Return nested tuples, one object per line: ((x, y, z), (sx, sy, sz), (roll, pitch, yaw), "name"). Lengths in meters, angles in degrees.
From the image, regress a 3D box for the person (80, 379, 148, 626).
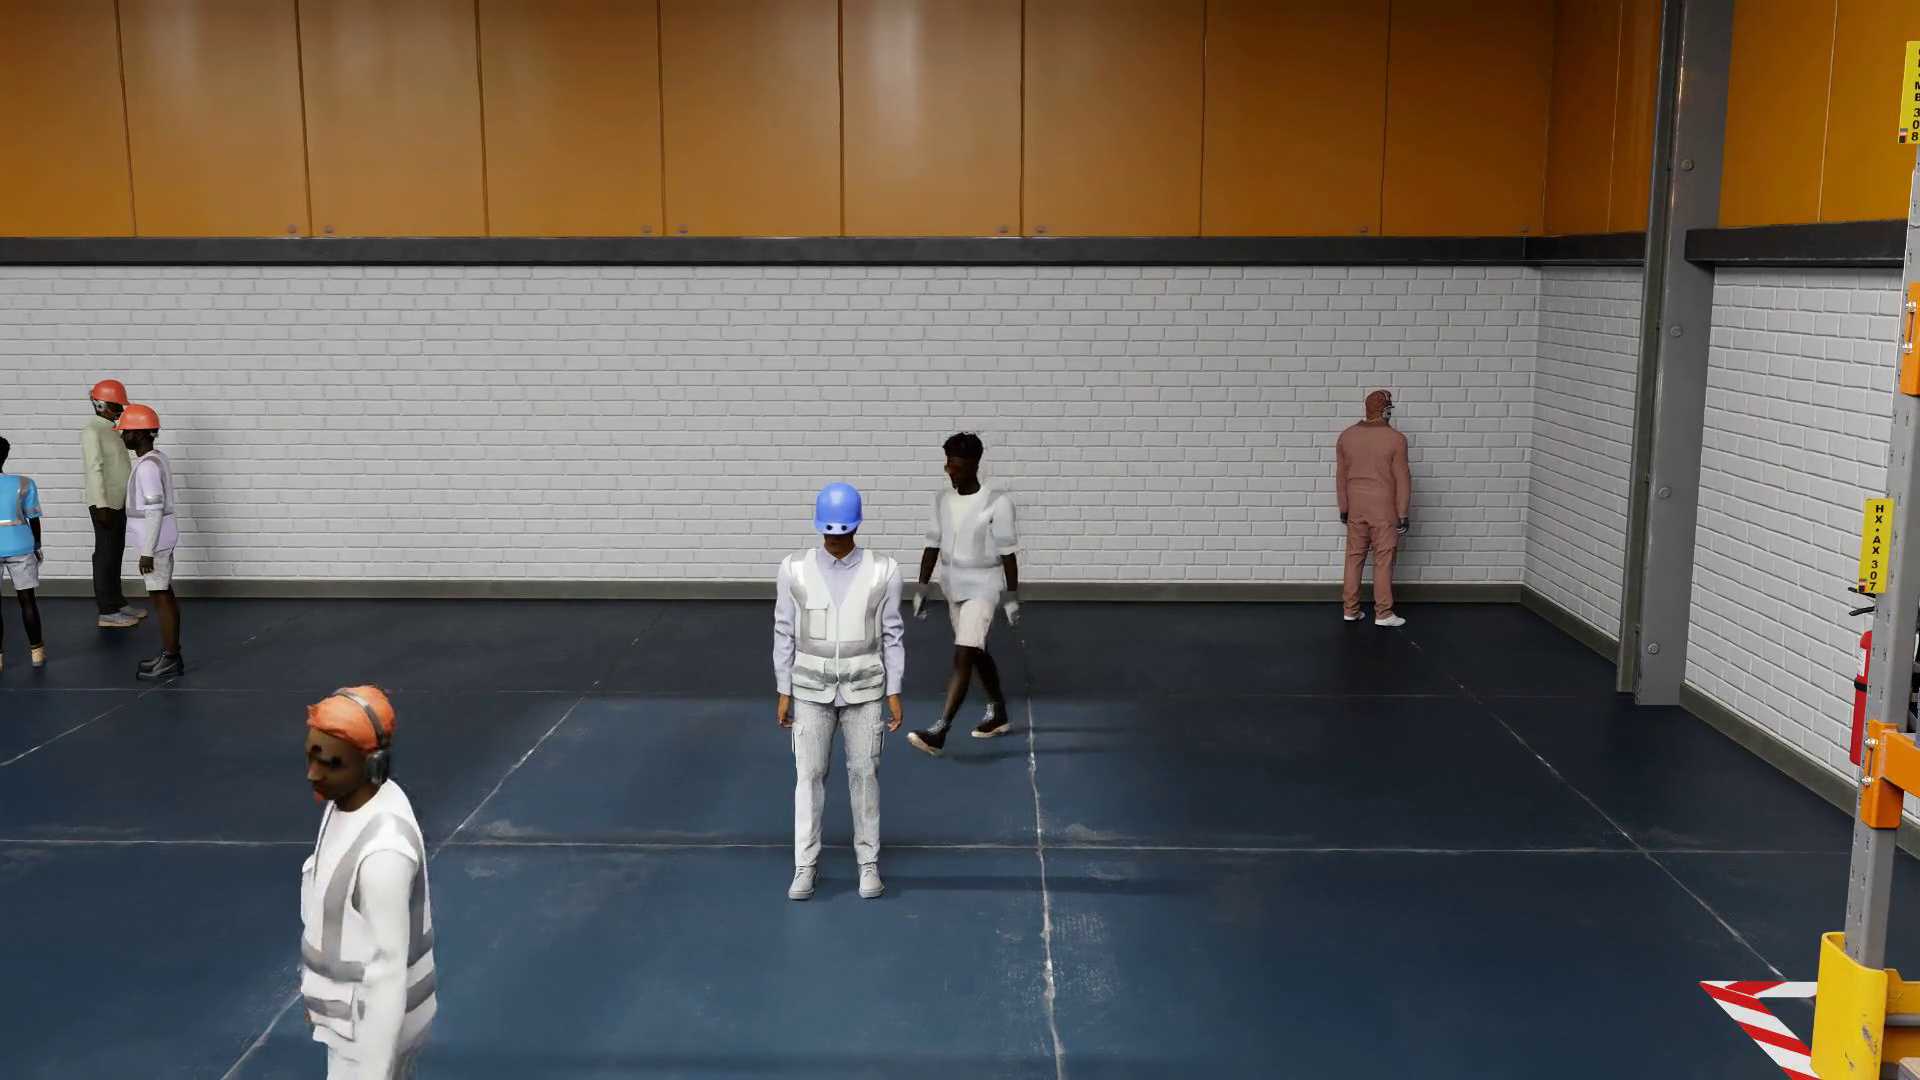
((-6.853, -0.303, 13.452), (0.394, 1.985, 0.608), (-2, 10, -12), "person")

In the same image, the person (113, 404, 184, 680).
((-5.695, 0.013, 11.697), (0.361, 1.939, 0.543), (-3, 10, -19), "person")

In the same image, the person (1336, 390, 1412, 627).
((3.346, -0.254, 13.395), (0.409, 1.907, 0.651), (-9, 13, -44), "person")

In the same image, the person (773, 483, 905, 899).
((-0.555, 0.691, 7.643), (0.603, 1.938, 0.402), (0, 9, -3), "person")

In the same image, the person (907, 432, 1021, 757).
((-0.011, 0.314, 9.959), (0.633, 1.908, 1.007), (9, 13, 43), "person")

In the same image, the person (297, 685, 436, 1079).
((-1.560, 1.267, 4.408), (0.602, 1.858, 0.664), (-4, 10, -24), "person")

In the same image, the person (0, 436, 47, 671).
((-6.878, 0.091, 11.954), (0.539, 1.695, 0.318), (-7, 12, -36), "person")
